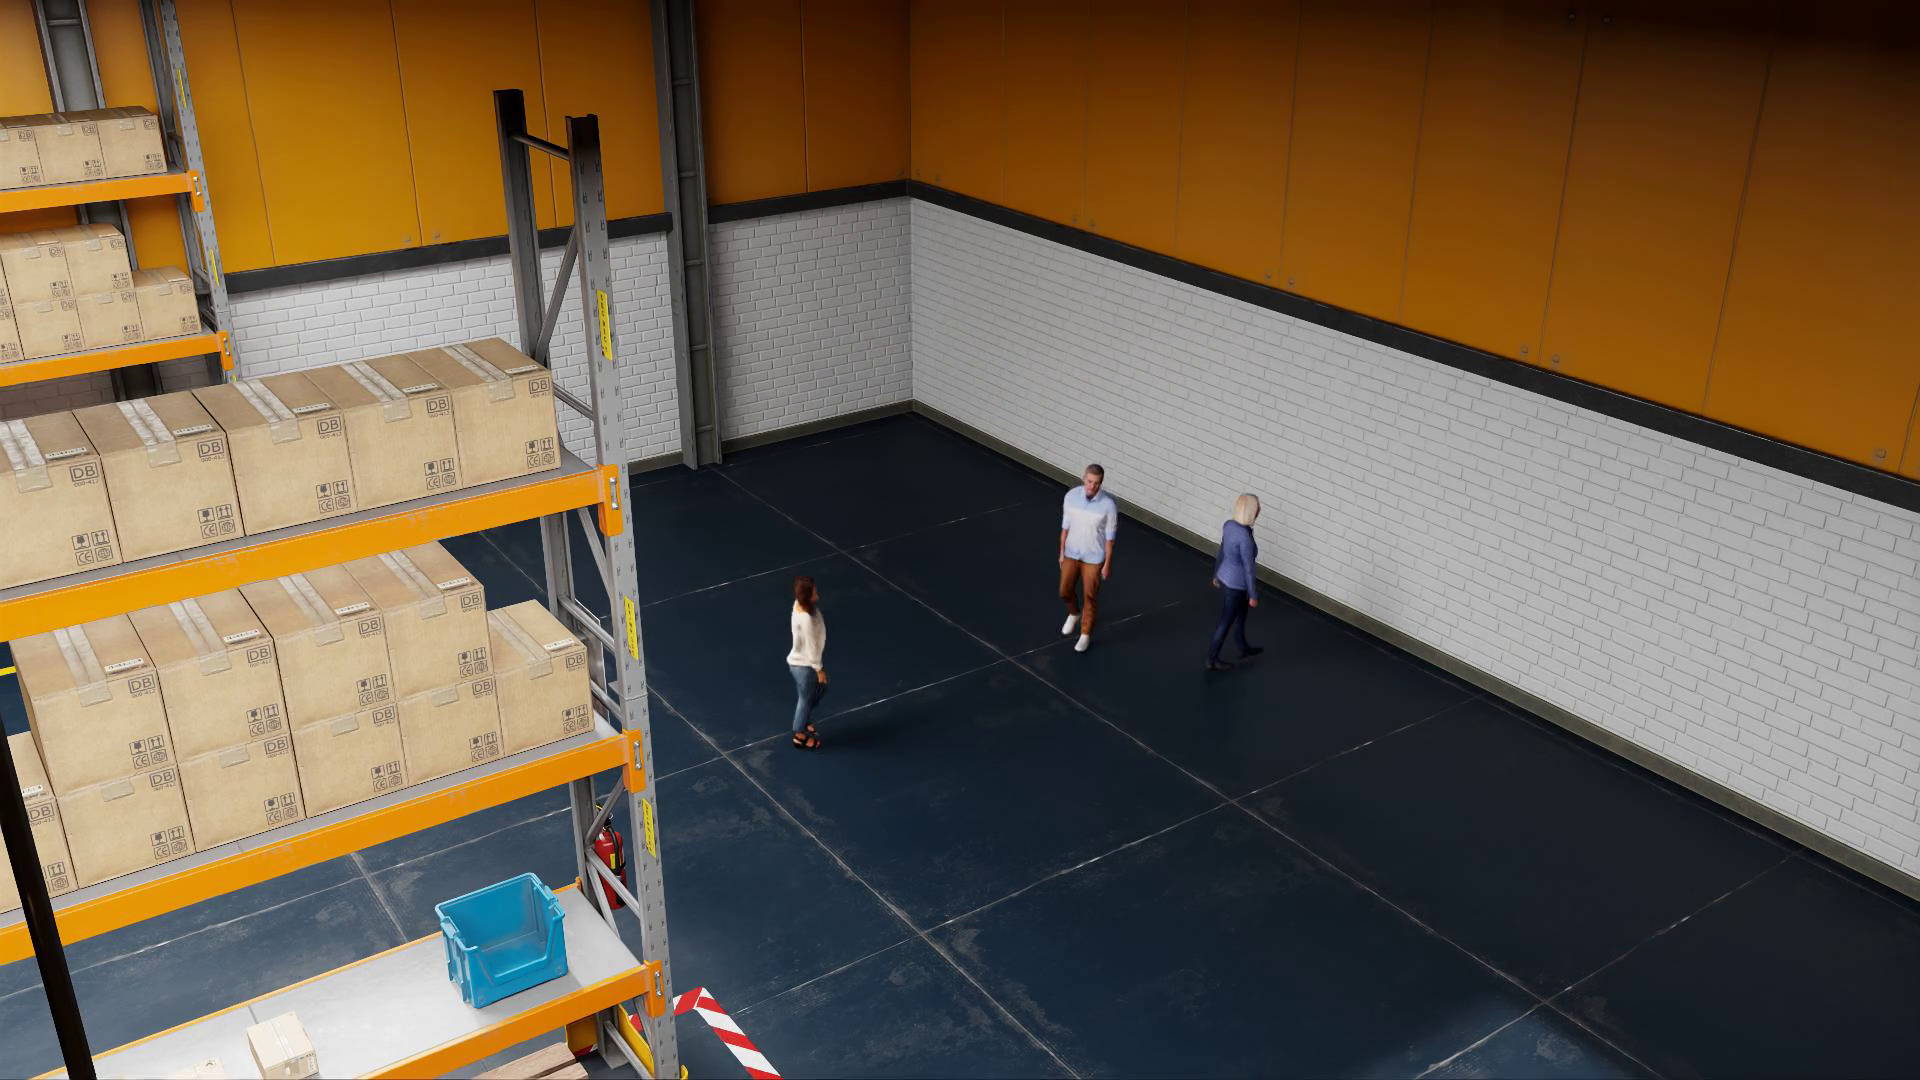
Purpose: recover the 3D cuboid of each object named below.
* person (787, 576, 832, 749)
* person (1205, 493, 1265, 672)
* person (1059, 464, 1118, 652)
[{"bbox_3d":[-1.297,1.001,13.756,0.779,1.656,0.764,-6,24,-14],"label":"person"},{"bbox_3d":[2.398,0.400,15.055,0.987,1.717,0.853,-5,24,-11],"label":"person"},{"bbox_3d":[1.197,0.111,15.600,0.896,1.811,0.953,10,26,22],"label":"person"}]
